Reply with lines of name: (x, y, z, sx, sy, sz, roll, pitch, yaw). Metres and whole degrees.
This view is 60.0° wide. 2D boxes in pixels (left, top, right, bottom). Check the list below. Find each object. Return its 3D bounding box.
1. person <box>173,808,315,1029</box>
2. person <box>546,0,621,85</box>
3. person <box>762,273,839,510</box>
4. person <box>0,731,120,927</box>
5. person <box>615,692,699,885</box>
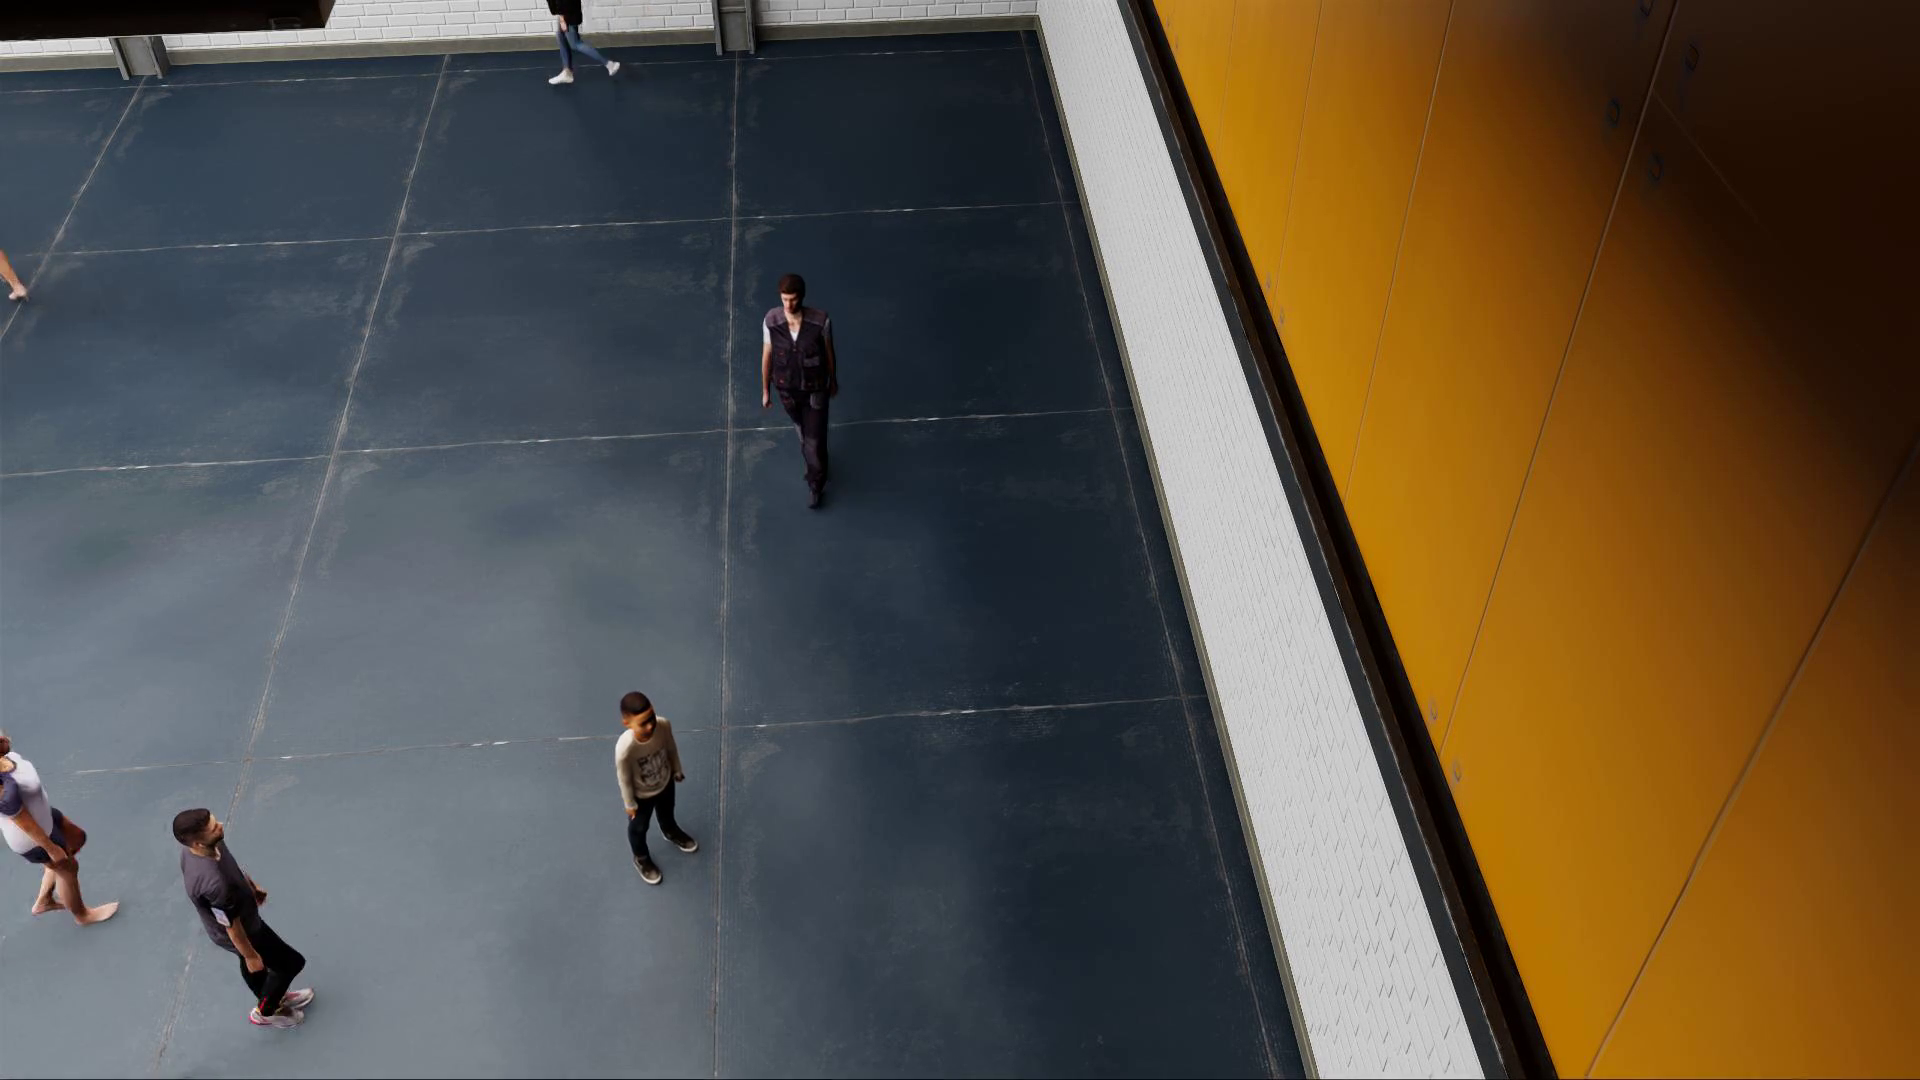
person: (-3.802, 2.015, 8.595, 0.762, 1.756, 0.766, -20, 47, -20)
person: (-3.768, -5.192, 16.264, 0.961, 1.613, 0.619, -4, 44, -4)
person: (-1.112, -1.171, 11.889, 0.863, 1.825, 0.829, 5, 44, 6)
person: (-5.127, 1.603, 9.057, 0.799, 1.715, 0.750, -25, 49, -24)
person: (-1.783, 1.375, 9.485, 0.672, 1.456, 0.610, 31, 52, 28)
